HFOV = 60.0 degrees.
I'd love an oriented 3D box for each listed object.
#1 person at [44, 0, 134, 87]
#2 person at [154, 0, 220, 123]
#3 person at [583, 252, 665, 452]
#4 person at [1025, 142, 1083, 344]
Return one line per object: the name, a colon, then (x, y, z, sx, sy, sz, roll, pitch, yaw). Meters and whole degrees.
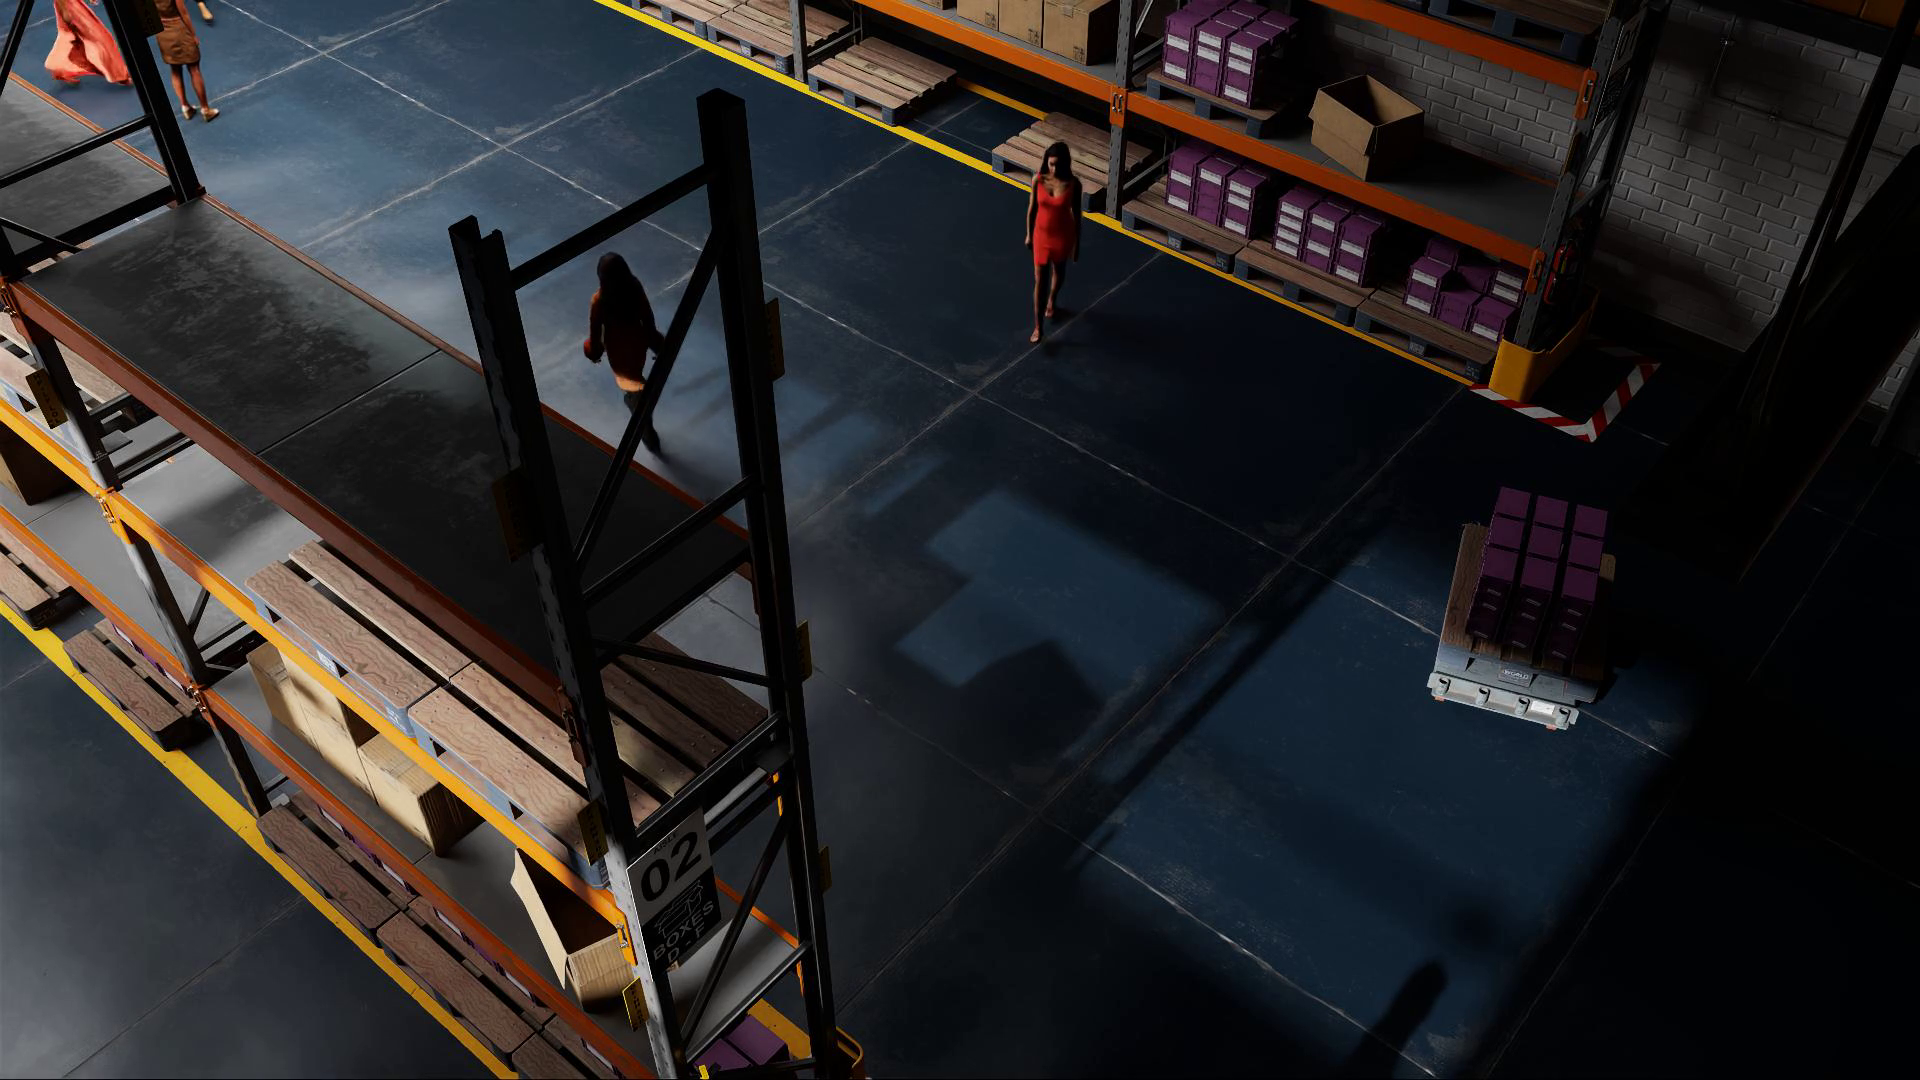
person: (-8.950, -5.326, 16.575, 1.140, 1.766, 1.156, -8, 44, -8)
person: (-7.633, -4.889, 16.176, 0.603, 1.683, 0.701, 6, 44, 6)
person: (-2.445, -1.359, 12.461, 0.869, 1.697, 1.024, -26, 49, -24)
person: (0.783, -2.541, 13.705, 1.011, 1.693, 0.986, 6, 44, 6)
